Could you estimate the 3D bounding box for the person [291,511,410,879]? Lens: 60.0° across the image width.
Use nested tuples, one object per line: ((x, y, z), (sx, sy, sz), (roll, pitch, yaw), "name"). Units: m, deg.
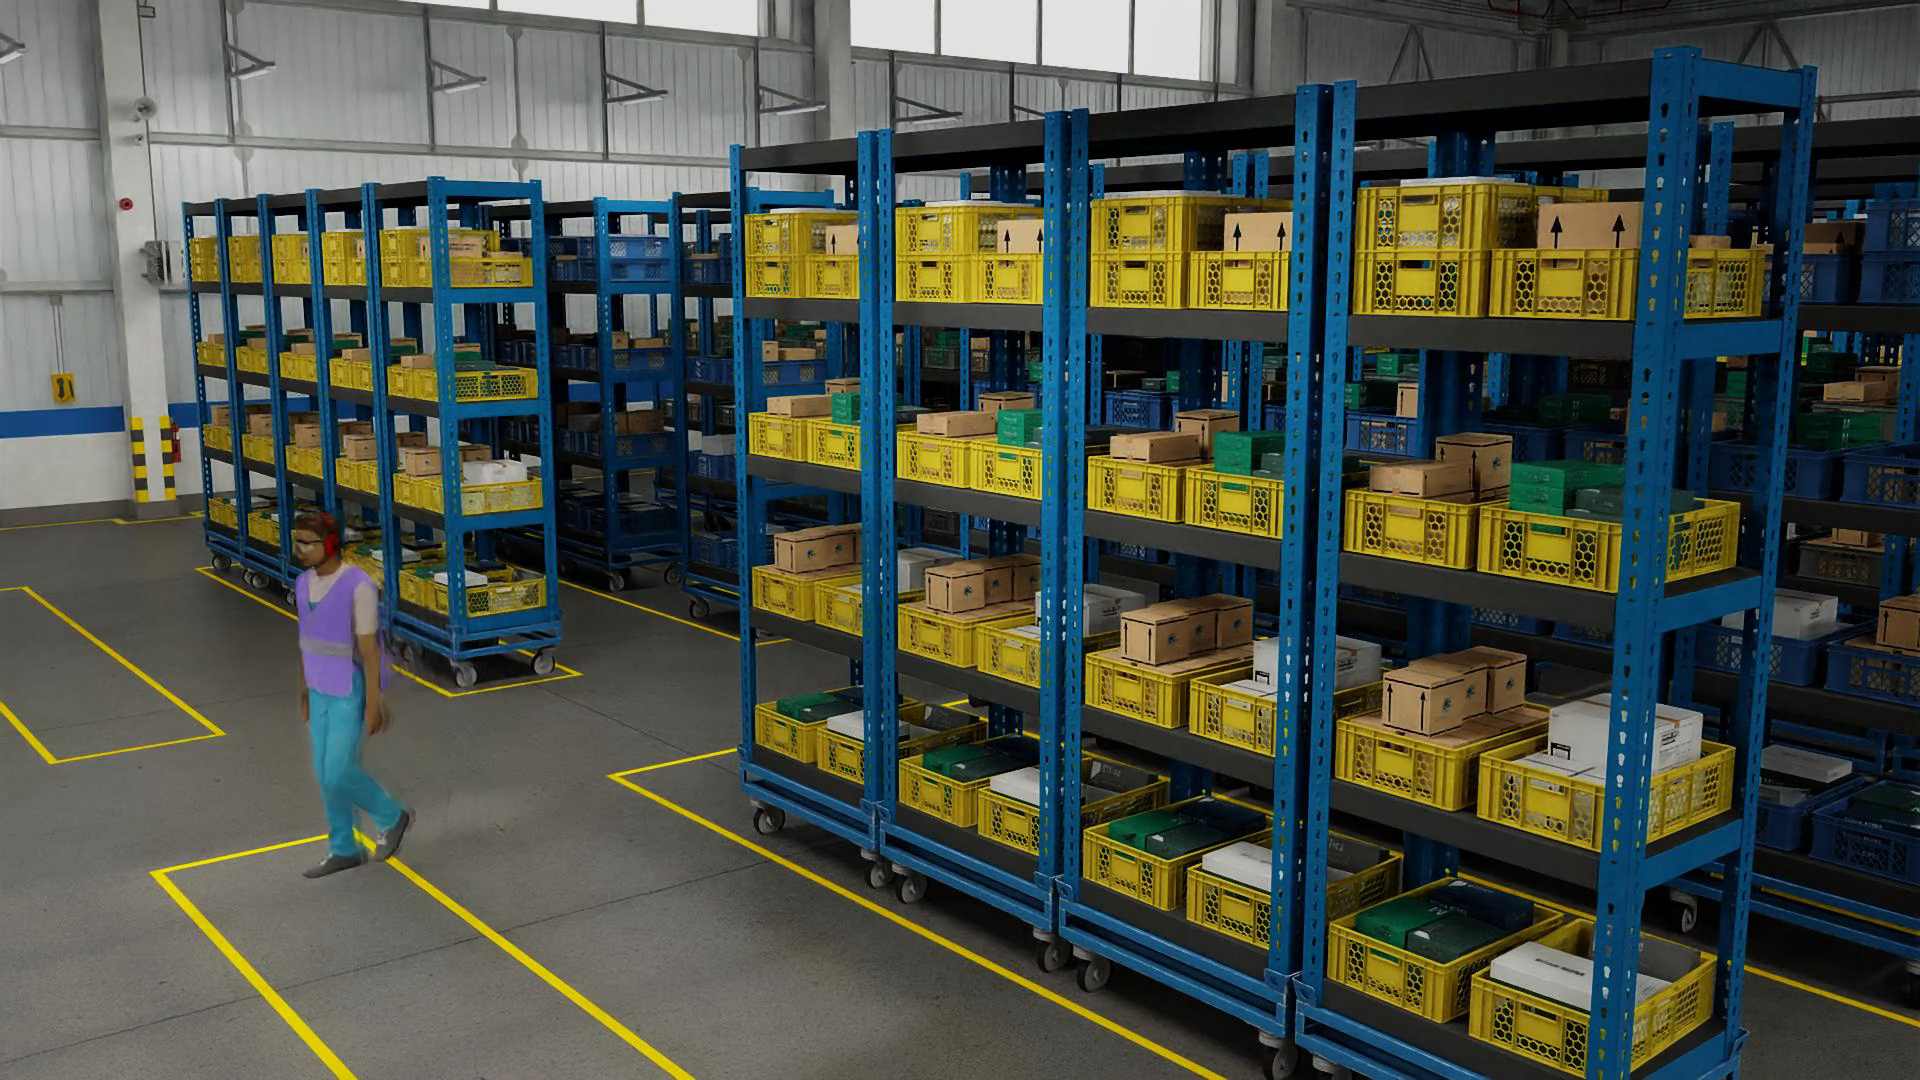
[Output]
((-3.044, 0.758, 8.164), (0.596, 1.828, 0.440), (7, 12, 36), "person")
